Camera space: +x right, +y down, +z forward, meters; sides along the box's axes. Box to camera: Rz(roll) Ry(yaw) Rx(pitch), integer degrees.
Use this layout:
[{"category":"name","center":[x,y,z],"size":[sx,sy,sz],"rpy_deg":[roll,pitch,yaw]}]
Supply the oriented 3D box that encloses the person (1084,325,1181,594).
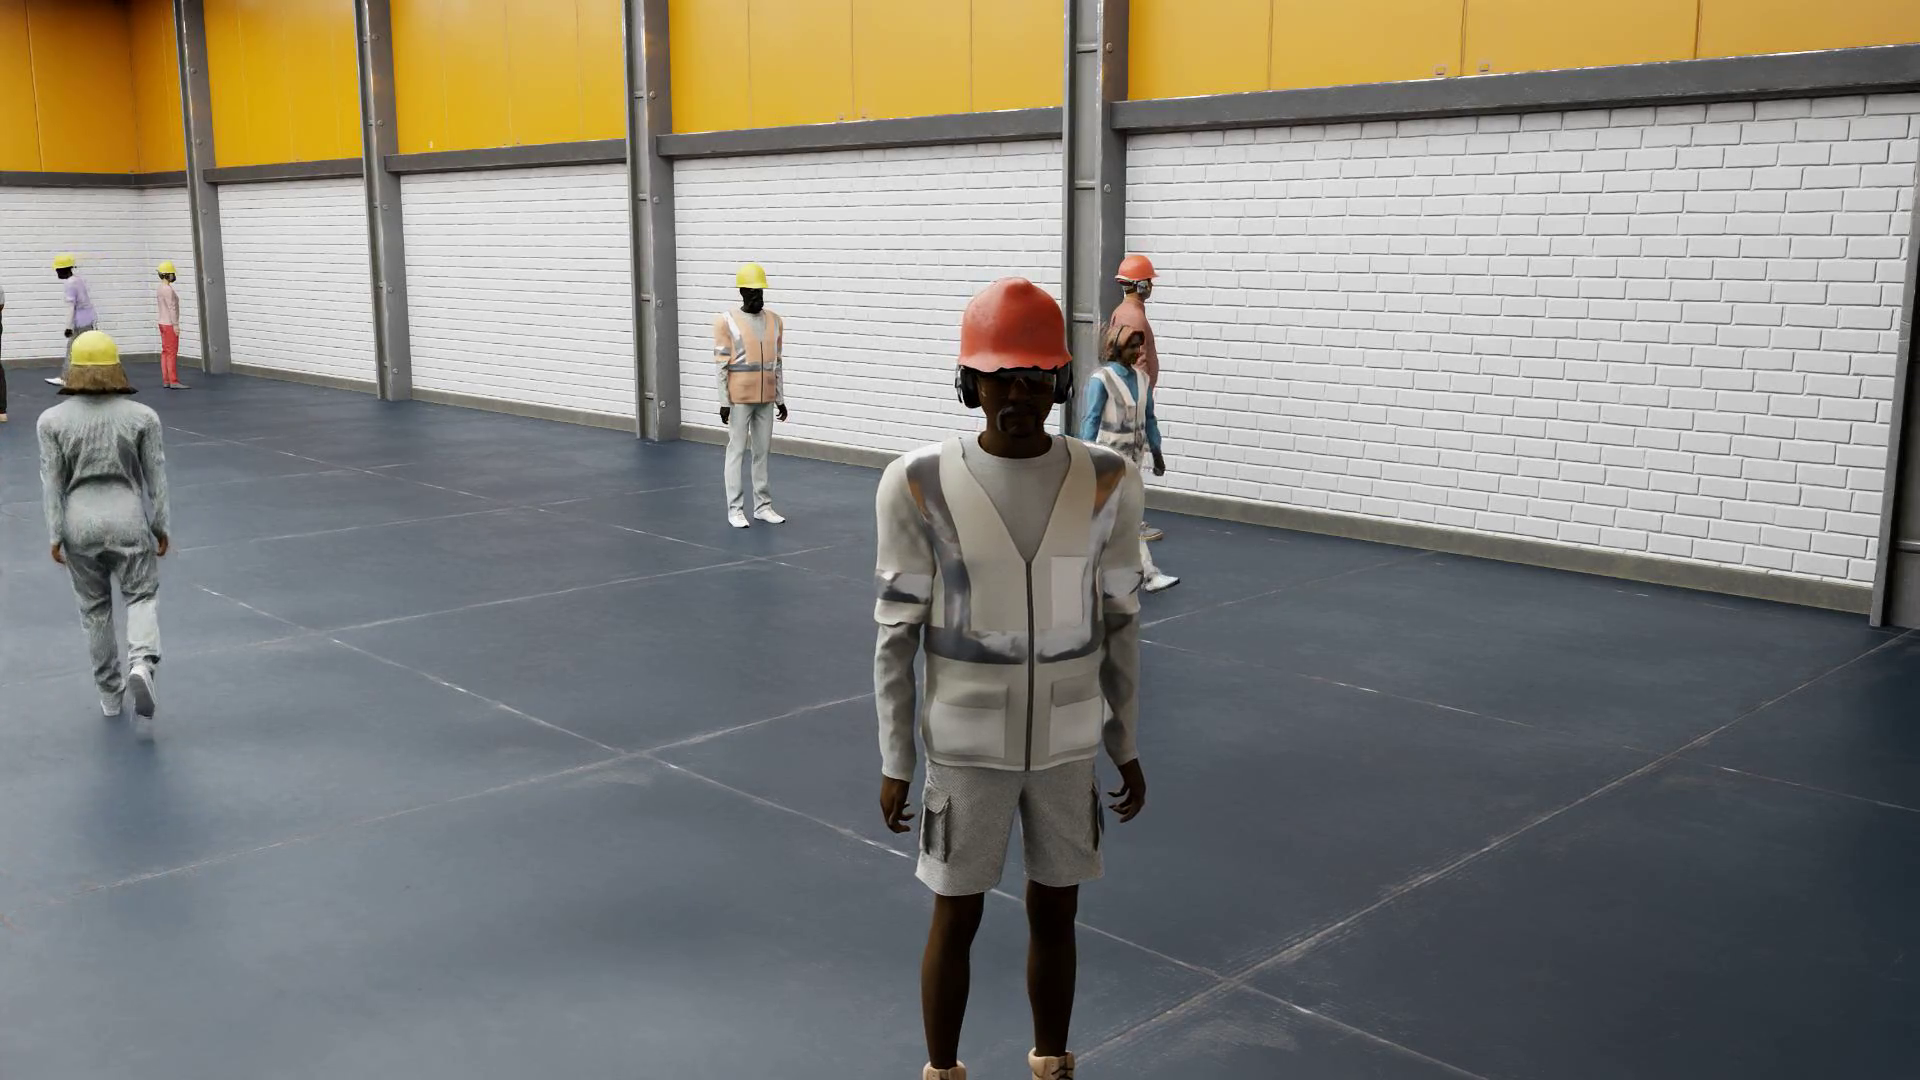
[{"category":"person","center":[1.020,-0.478,9.943],"size":[0.845,1.589,0.543],"rpy_deg":[9,14,41]}]

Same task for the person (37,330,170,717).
[{"category":"person","center":[-3.714,-0.042,7.252],"size":[0.492,1.727,0.623],"rpy_deg":[-5,12,-25]}]

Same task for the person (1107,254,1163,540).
[{"category":"person","center":[1.224,-1.003,11.732],"size":[0.372,1.996,0.620],"rpy_deg":[-1,10,-7]}]

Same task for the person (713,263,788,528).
[{"category":"person","center":[-1.524,-1.059,12.232],"size":[0.585,1.927,0.366],"rpy_deg":[-9,14,-41]}]

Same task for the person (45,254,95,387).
[{"category":"person","center":[-12.367,-3.070,23.361],"size":[0.937,1.872,0.596],"rpy_deg":[-4,11,-23]}]

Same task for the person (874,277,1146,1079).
[{"category":"person","center":[0.122,0.448,3.696],"size":[0.616,2.041,0.379],"rpy_deg":[-2,11,-11]}]

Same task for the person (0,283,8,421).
[{"category":"person","center":[-11.190,-2.330,18.850],"size":[0.536,2.000,0.675],"rpy_deg":[2,11,10]}]

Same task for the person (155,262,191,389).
[{"category":"person","center":[-10.972,-2.976,23.122],"size":[0.309,1.769,0.523],"rpy_deg":[-9,14,-41]}]
